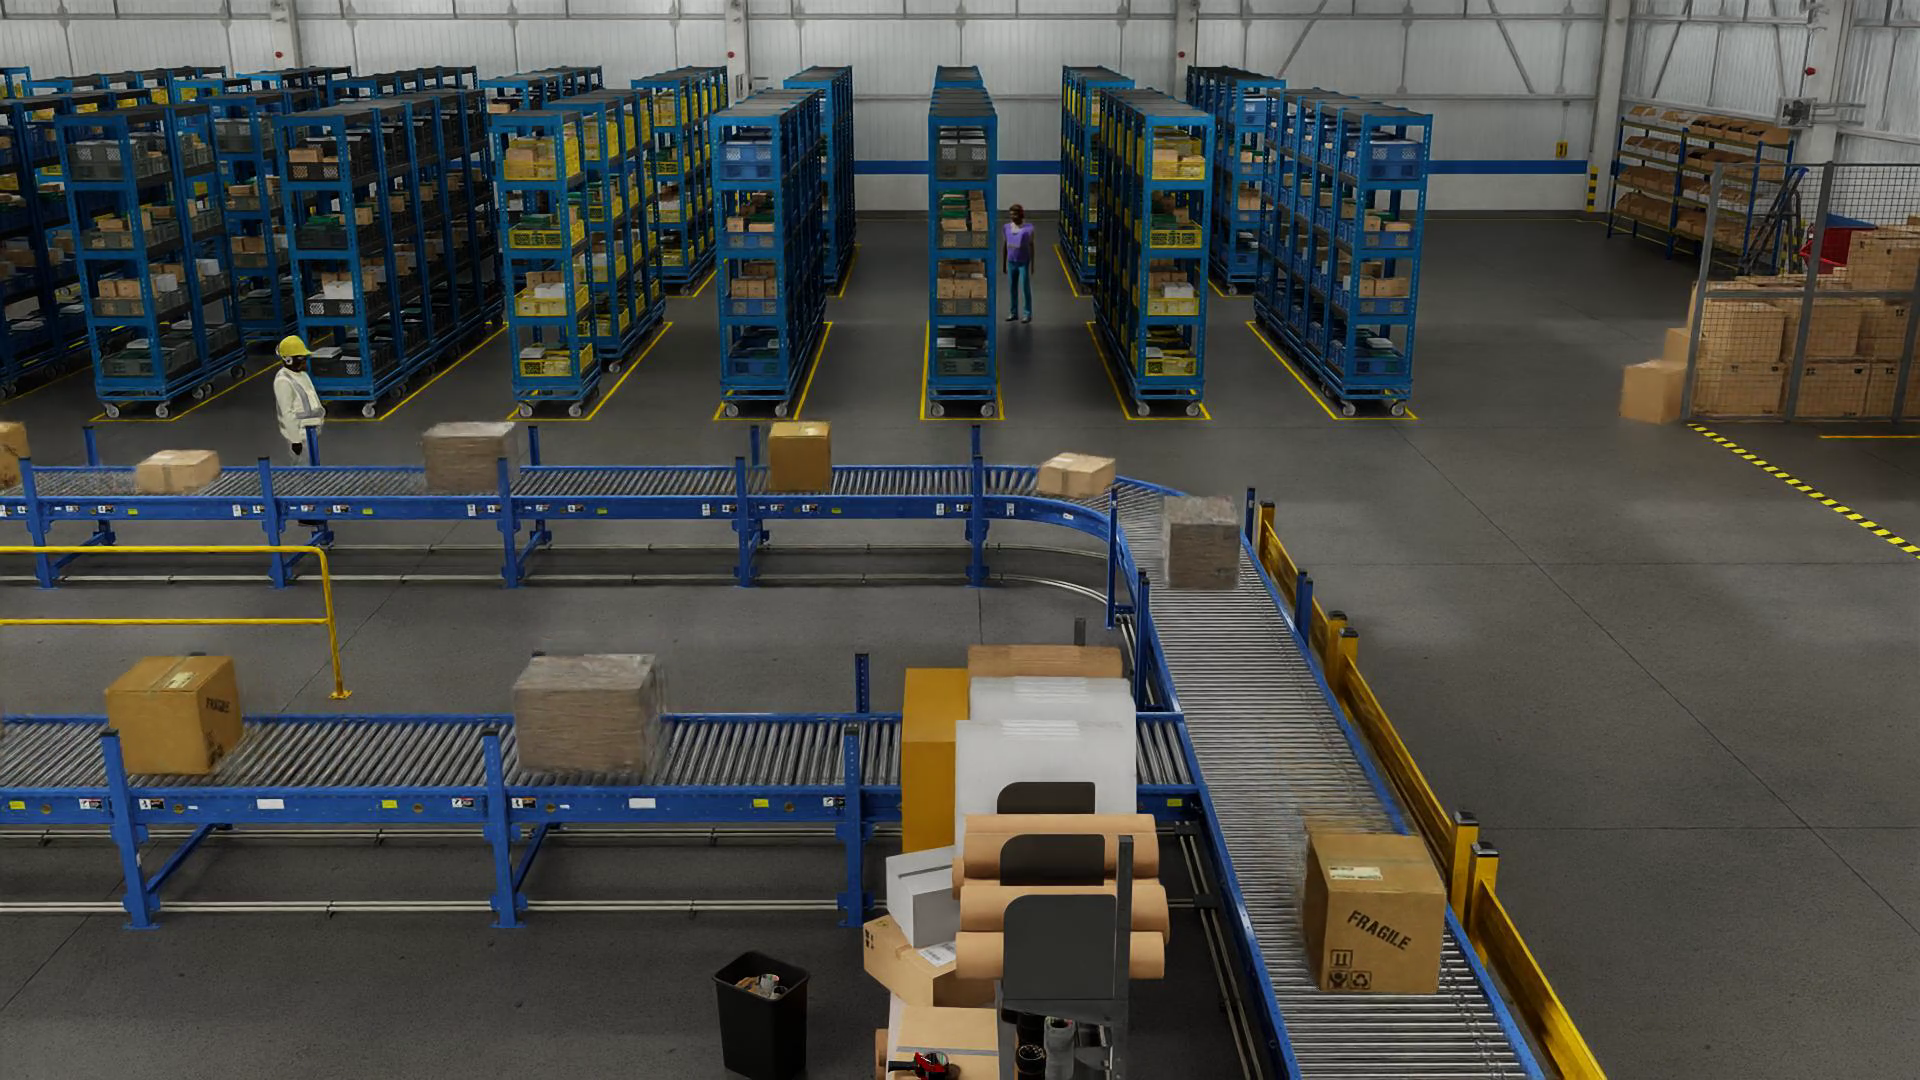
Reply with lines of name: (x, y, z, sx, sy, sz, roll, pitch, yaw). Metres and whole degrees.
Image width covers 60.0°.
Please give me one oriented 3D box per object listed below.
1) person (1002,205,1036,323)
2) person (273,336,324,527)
person: (0.920, -4.323, 26.001, 0.571, 1.831, 0.407, 11, 21, 30)
person: (-6.276, -1.041, 15.881, 0.404, 1.833, 0.590, -2, 18, -6)
